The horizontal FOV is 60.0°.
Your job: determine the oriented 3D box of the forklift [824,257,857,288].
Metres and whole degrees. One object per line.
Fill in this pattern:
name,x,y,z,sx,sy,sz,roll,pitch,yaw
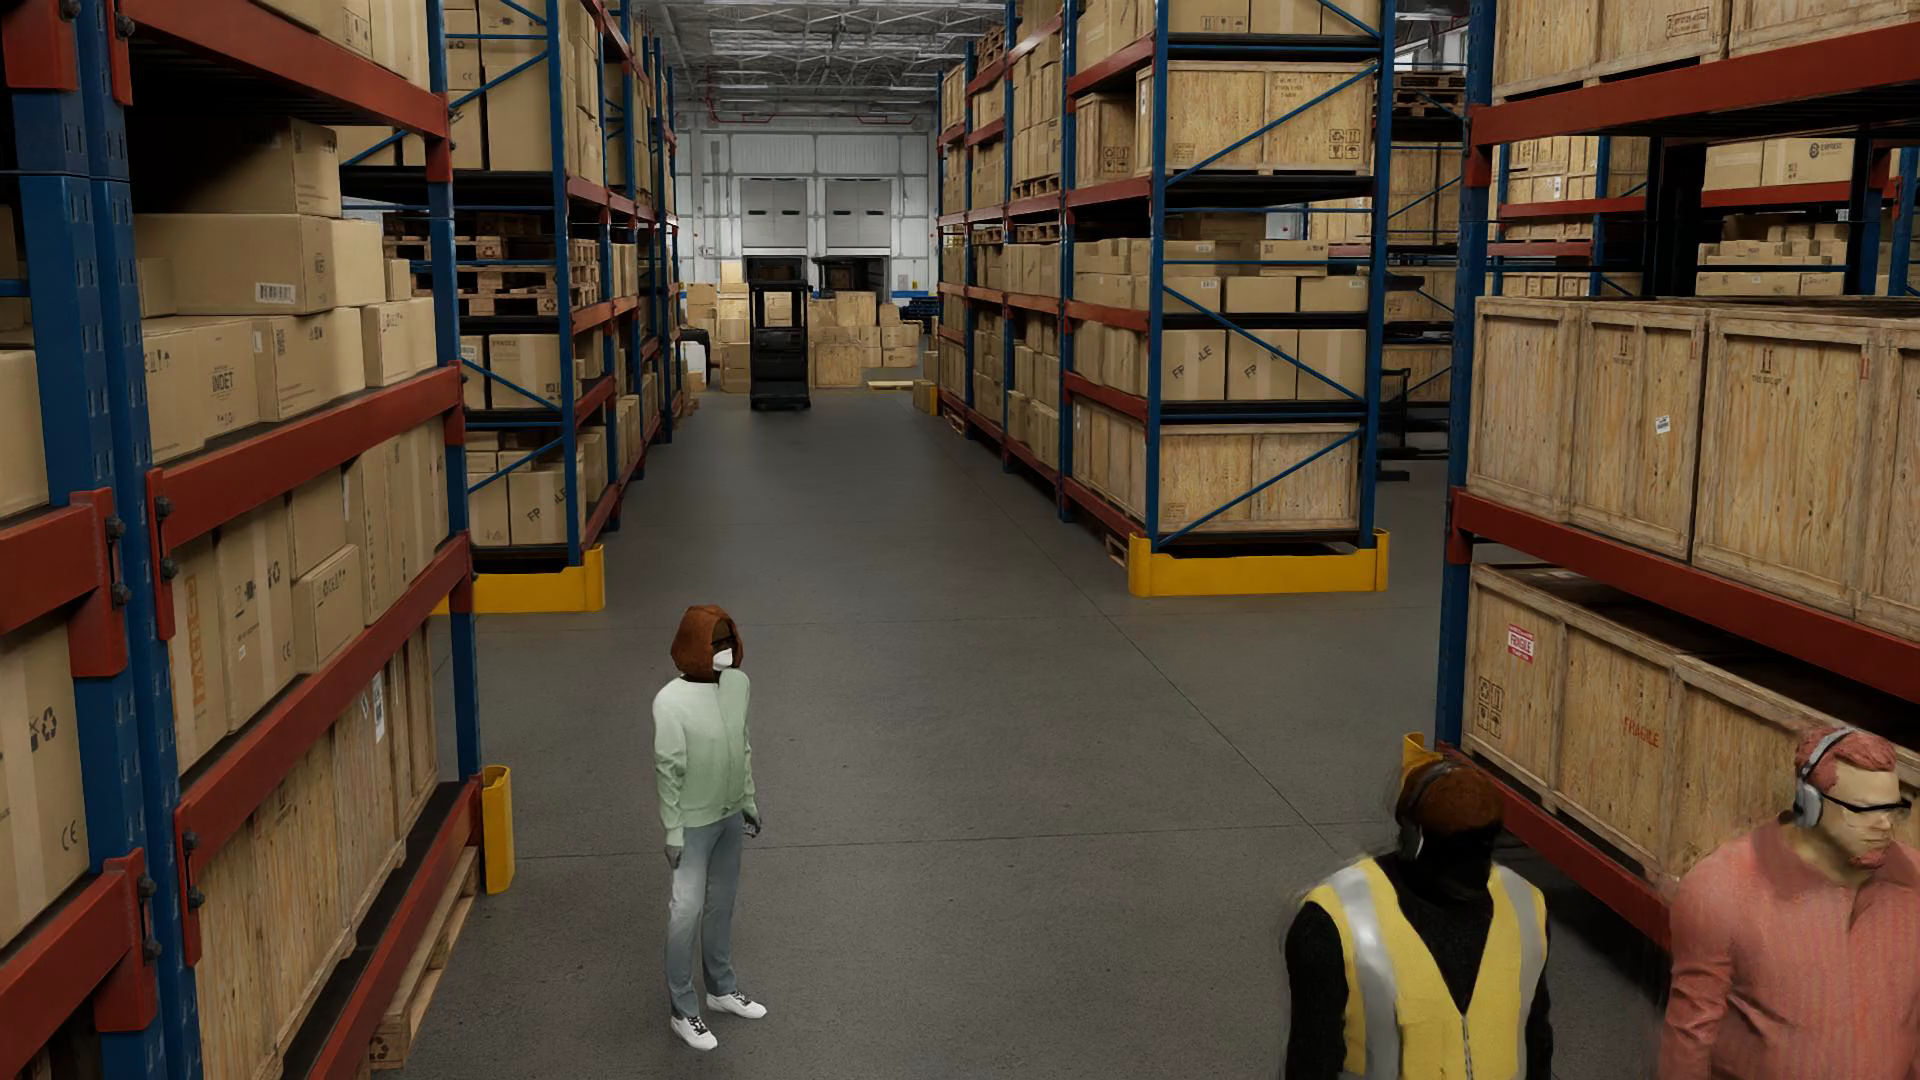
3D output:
forklift,-3.452,-6.789,48.092,1.129,2.768,1.873,2,10,13

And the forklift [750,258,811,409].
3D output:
forklift,-3.455,-3.966,31.657,1.129,2.768,1.873,-1,10,-7

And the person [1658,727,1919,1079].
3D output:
person,1.919,1.308,3.884,0.653,1.883,0.781,-1,10,-6

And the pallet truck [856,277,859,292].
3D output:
pallet truck,-3.782,-9.391,65.808,1.885,1.965,0.823,2,10,10

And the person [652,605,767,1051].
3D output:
person,-0.924,1.038,6.151,0.280,1.633,0.503,6,11,30

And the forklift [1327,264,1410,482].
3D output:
forklift,4.686,-2.173,21.217,1.873,2.768,1.129,-1,10,-7

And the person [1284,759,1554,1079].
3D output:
person,1.008,1.353,3.762,0.635,1.825,0.561,-2,10,-11

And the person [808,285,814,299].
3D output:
person,-5.886,-9.163,65.341,0.318,1.698,0.539,-4,11,-22

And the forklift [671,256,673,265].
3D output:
forklift,-11.189,-9.344,62.964,1.129,2.768,1.873,-1,10,-7
